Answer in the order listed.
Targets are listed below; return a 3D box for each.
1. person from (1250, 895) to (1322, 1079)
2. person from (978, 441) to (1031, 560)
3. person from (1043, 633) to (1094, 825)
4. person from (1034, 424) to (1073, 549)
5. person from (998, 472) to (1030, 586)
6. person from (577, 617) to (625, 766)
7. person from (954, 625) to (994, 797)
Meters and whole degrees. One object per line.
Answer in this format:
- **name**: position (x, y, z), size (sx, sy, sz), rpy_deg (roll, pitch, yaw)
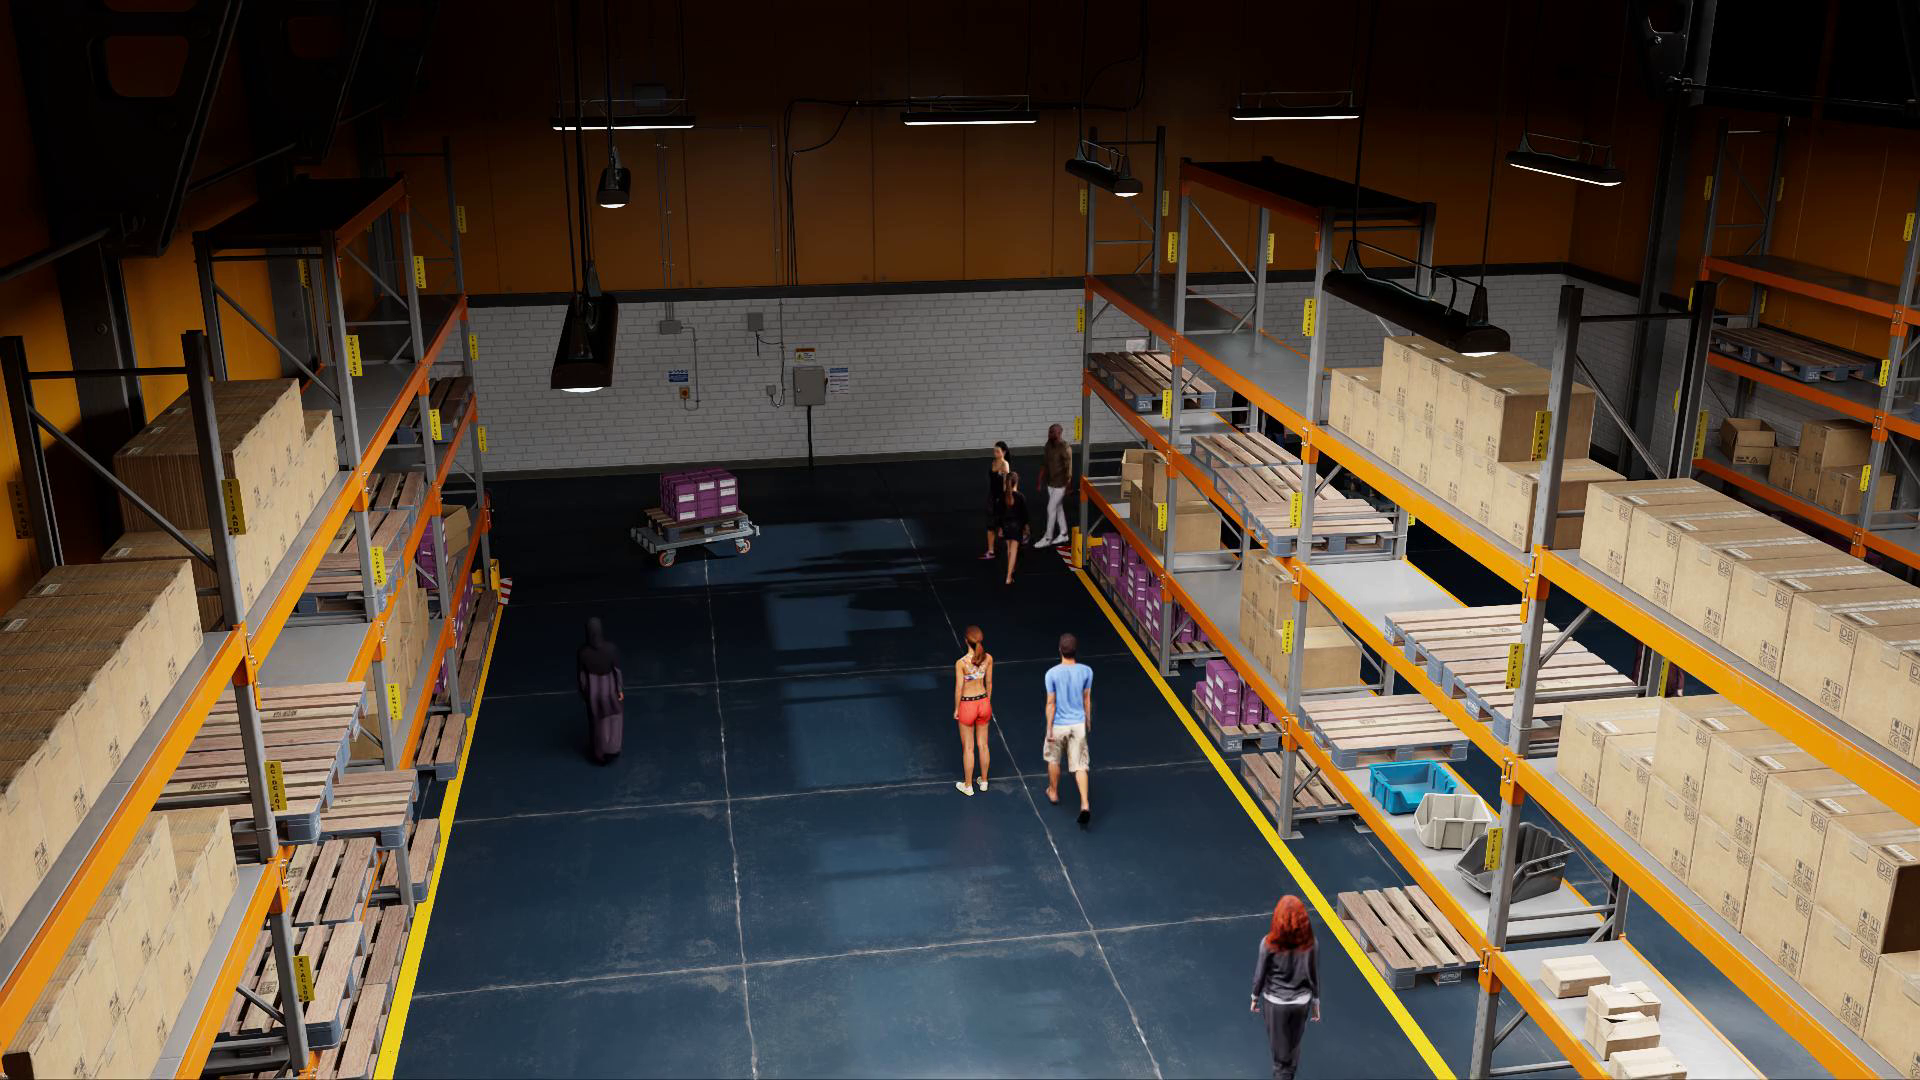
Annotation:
- **person**: position (2.326, 3.347, 11.732), size (0.666, 1.764, 0.743), rpy_deg (-1, 19, -4)
- **person**: position (0.649, -0.554, 23.424), size (0.853, 1.695, 1.046), rpy_deg (-10, 21, -26)
- **person**: position (1.069, 1.837, 16.102), size (0.629, 1.837, 1.154), rpy_deg (-3, 19, -9)
- **person**: position (1.469, -0.802, 23.991), size (0.955, 1.803, 0.950), rpy_deg (-10, 21, -27)
- **person**: position (0.692, -0.142, 22.455), size (0.827, 1.533, 1.069), rpy_deg (5, 19, 14)
- **person**: position (-3.726, 1.581, 17.221), size (0.617, 1.609, 0.710), rpy_deg (-3, 19, -8)
- **person**: position (0.143, 1.690, 16.611), size (0.636, 1.792, 0.655), rpy_deg (-9, 21, -25)
